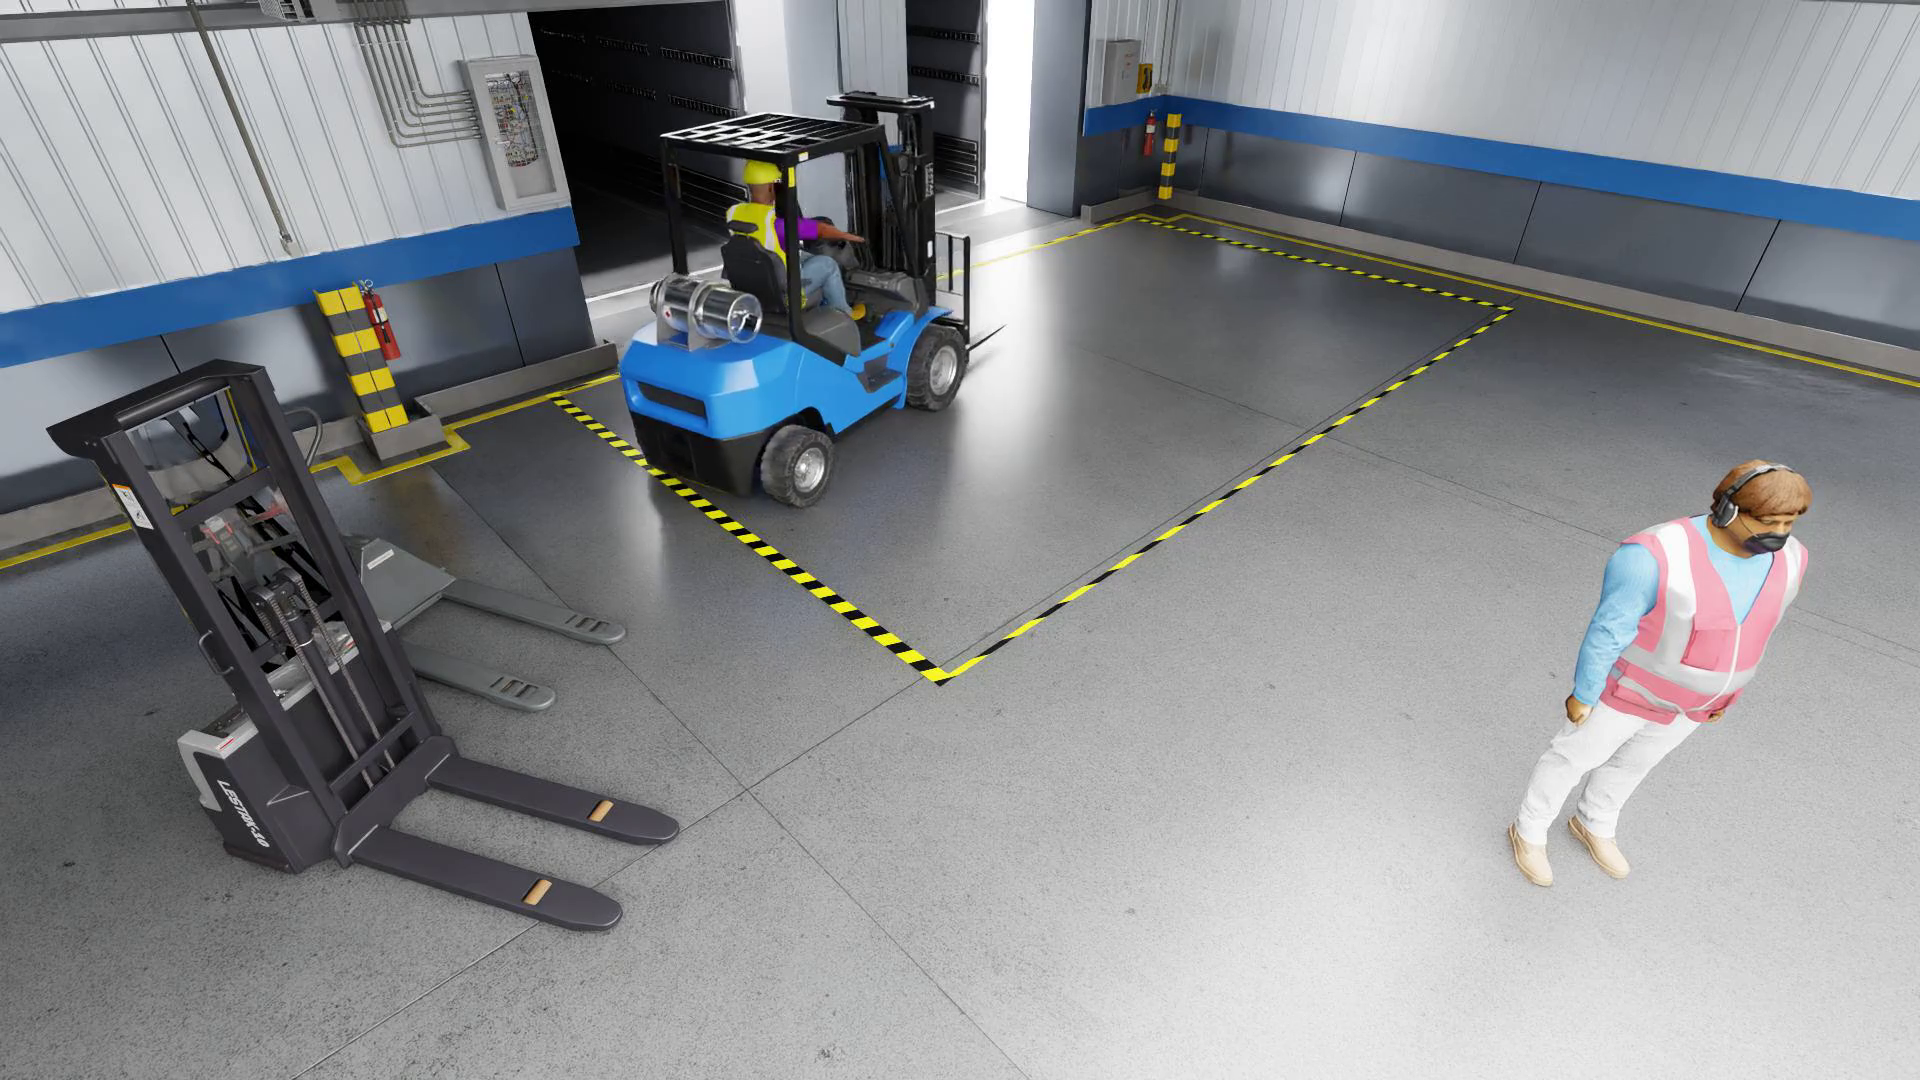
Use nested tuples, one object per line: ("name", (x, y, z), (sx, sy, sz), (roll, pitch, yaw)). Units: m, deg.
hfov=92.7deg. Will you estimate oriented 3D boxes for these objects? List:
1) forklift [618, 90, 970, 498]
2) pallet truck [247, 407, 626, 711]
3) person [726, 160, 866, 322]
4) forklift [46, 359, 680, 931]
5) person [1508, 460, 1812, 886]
("forklift", (-1.087, -1.800, 6.305), (1.157, 2.036, 2.680), (19, 39, 26))
("pallet truck", (-2.628, 0.038, 4.590), (1.601, 1.201, 0.680), (12, 36, 18))
("person", (-1.049, -1.981, 6.239), (0.635, 1.294, 1.004), (19, 39, 26))
("forklift", (-2.135, 0.422, 3.354), (1.885, 1.965, 0.823), (10, 35, 14))
("person", (2.512, 0.541, 3.317), (0.625, 1.844, 0.429), (-3, 34, -4))
